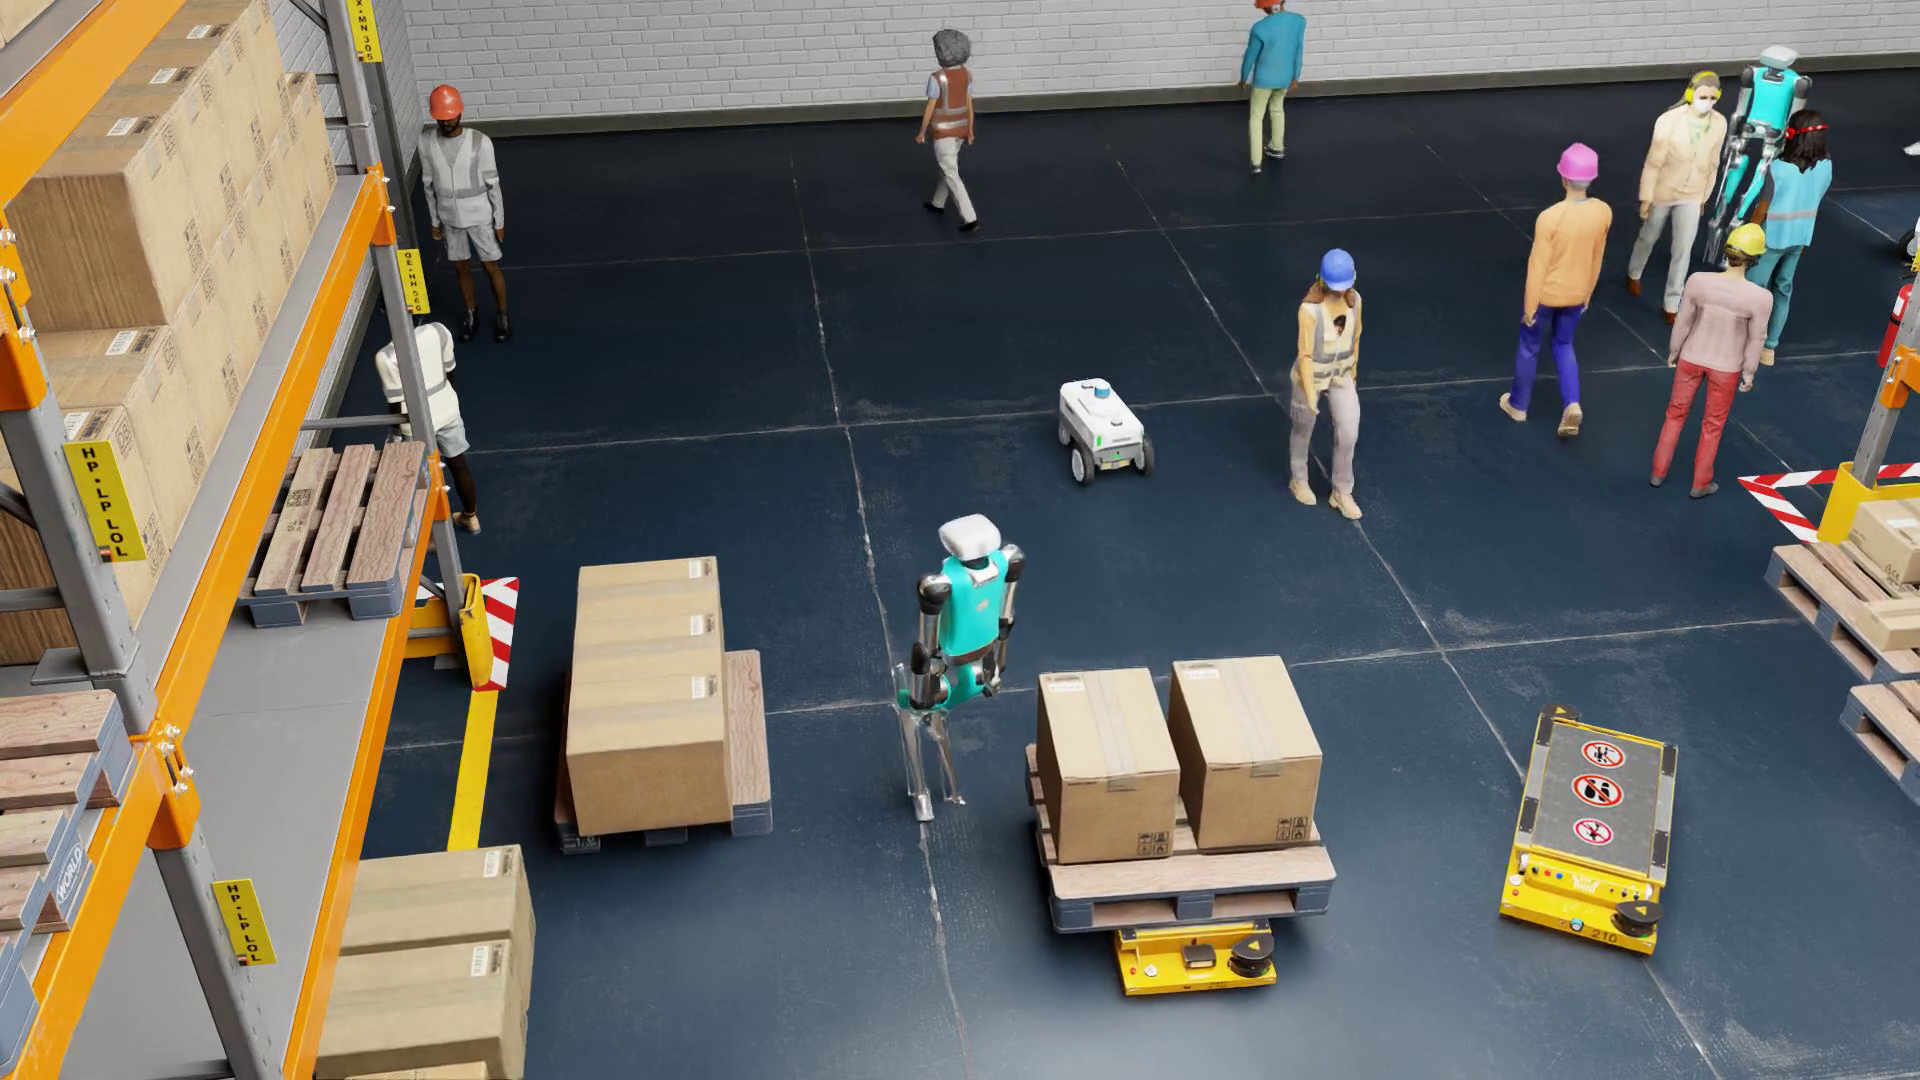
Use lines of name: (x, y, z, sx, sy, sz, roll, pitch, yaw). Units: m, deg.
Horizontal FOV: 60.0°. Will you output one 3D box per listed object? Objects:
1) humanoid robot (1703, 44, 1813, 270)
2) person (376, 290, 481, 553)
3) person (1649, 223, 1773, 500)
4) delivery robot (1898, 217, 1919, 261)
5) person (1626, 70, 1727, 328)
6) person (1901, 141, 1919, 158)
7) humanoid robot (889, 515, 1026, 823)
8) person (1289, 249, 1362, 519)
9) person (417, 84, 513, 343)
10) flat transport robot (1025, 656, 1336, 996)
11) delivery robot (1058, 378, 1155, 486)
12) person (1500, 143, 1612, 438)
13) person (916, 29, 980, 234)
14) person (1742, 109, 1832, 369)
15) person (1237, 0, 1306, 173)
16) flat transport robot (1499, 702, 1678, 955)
humanoid robot: (6.096, -2.868, 12.960, 0.700, 1.856, 0.555, -27, 42, -35)
person: (-3.090, -0.701, 9.618, 0.321, 1.697, 0.529, 18, 37, 26)
person: (4.589, -1.086, 10.148, 0.530, 1.765, 0.325, 24, 40, 32)
delivery robot: (8.006, -2.418, 13.270, 0.739, 0.566, 0.499, -5, 33, -7)
person: (5.320, -2.579, 12.377, 0.566, 1.840, 0.857, 3, 33, 4)
person: (9.147, -4.211, 15.034, 0.889, 1.656, 0.489, -12, 35, -18)
humanoid robot: (-0.096, 0.581, 7.633, 0.536, 1.780, 0.745, -22, 39, -30)
person: (2.205, -0.913, 9.897, 0.477, 1.746, 0.680, -9, 34, -14)
person: (-3.530, -2.304, 11.872, 0.547, 1.929, 0.384, 2, 33, 3)
flat transport robot: (0.952, 1.464, 7.609, 0.659, 0.231, 1.431, -3, 33, -5)
delivery robot: (0.907, -0.727, 10.707, 0.499, 0.598, 0.801, -10, 34, -15)
person: (3.868, -1.571, 10.710, 0.517, 1.969, 0.726, -5, 33, -7)
person: (-0.074, -3.394, 13.782, 0.436, 1.649, 0.826, -28, 42, -35)
person: (5.691, -2.063, 11.566, 0.506, 1.861, 0.387, -6, 34, -10)
person: (2.780, -4.183, 14.961, 0.586, 1.690, 0.571, -13, 35, -20)
flat transport robot: (2.984, 1.315, 7.837, 0.659, 0.231, 1.431, 13, 35, 19)
